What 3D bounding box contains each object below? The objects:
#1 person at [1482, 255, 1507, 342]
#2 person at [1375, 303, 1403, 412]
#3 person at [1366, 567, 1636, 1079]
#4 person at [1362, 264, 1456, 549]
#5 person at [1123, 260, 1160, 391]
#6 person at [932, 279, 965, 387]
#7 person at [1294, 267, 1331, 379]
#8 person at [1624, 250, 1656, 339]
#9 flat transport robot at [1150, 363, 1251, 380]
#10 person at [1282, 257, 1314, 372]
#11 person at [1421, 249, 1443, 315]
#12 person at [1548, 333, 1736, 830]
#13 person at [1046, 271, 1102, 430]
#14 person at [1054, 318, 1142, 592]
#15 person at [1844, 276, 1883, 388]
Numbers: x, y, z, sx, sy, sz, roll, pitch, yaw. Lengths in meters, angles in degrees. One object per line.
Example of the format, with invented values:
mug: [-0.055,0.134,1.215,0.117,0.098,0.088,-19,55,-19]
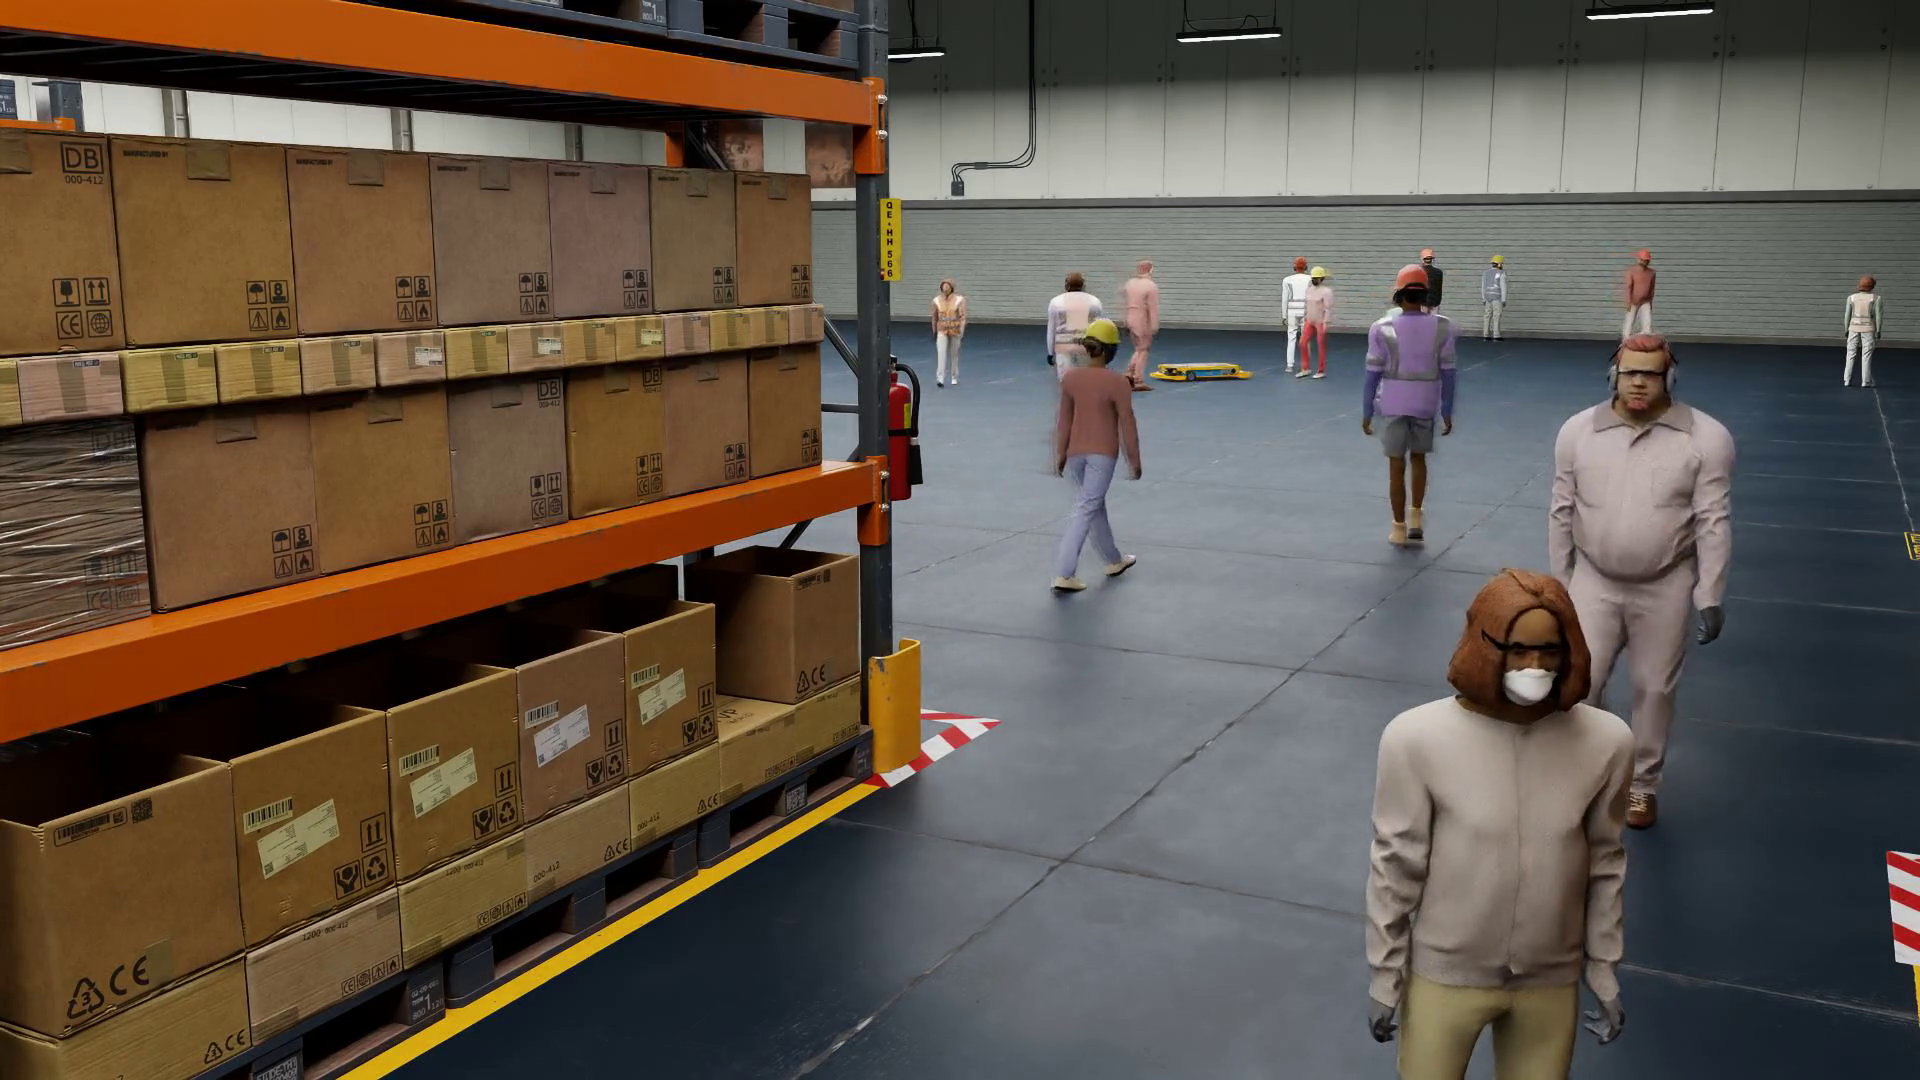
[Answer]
person: [11.319,-5.111,35.181,0.403,1.831,0.595,-6,12,-31]
person: [5.579,-2.402,21.030,0.756,1.604,0.507,-9,13,-39]
person: [1.032,0.852,3.212,0.507,1.631,0.268,0,10,-2]
person: [3.210,-0.959,11.994,0.635,2.029,0.524,0,10,1]
person: [2.641,-3.087,24.012,0.414,1.880,0.717,-6,12,-28]
person: [-0.169,-3.080,24.772,0.511,1.586,0.871,1,10,4]
person: [5.514,-3.383,25.972,0.649,1.741,0.560,-8,13,-39]
person: [13.042,-4.559,31.860,0.647,1.938,1.015,-1,10,-5]
flat transport robot: [3.747,-2.637,25.951,1.431,0.197,0.652,-4,11,-20]
person: [5.576,-3.694,27.319,0.576,1.883,0.355,2,11,9]
person: [8.484,-4.288,30.264,0.612,1.990,0.392,-4,11,-20]
person: [2.491,0.185,6.175,0.659,1.885,0.690,6,12,28]
person: [1.306,-2.165,19.125,0.625,1.829,0.440,-1,10,-7]
person: [0.897,-0.549,10.615,0.541,1.710,0.924,10,14,42]
person: [13.346,-3.071,24.592,0.306,1.637,0.523,-9,14,-41]
